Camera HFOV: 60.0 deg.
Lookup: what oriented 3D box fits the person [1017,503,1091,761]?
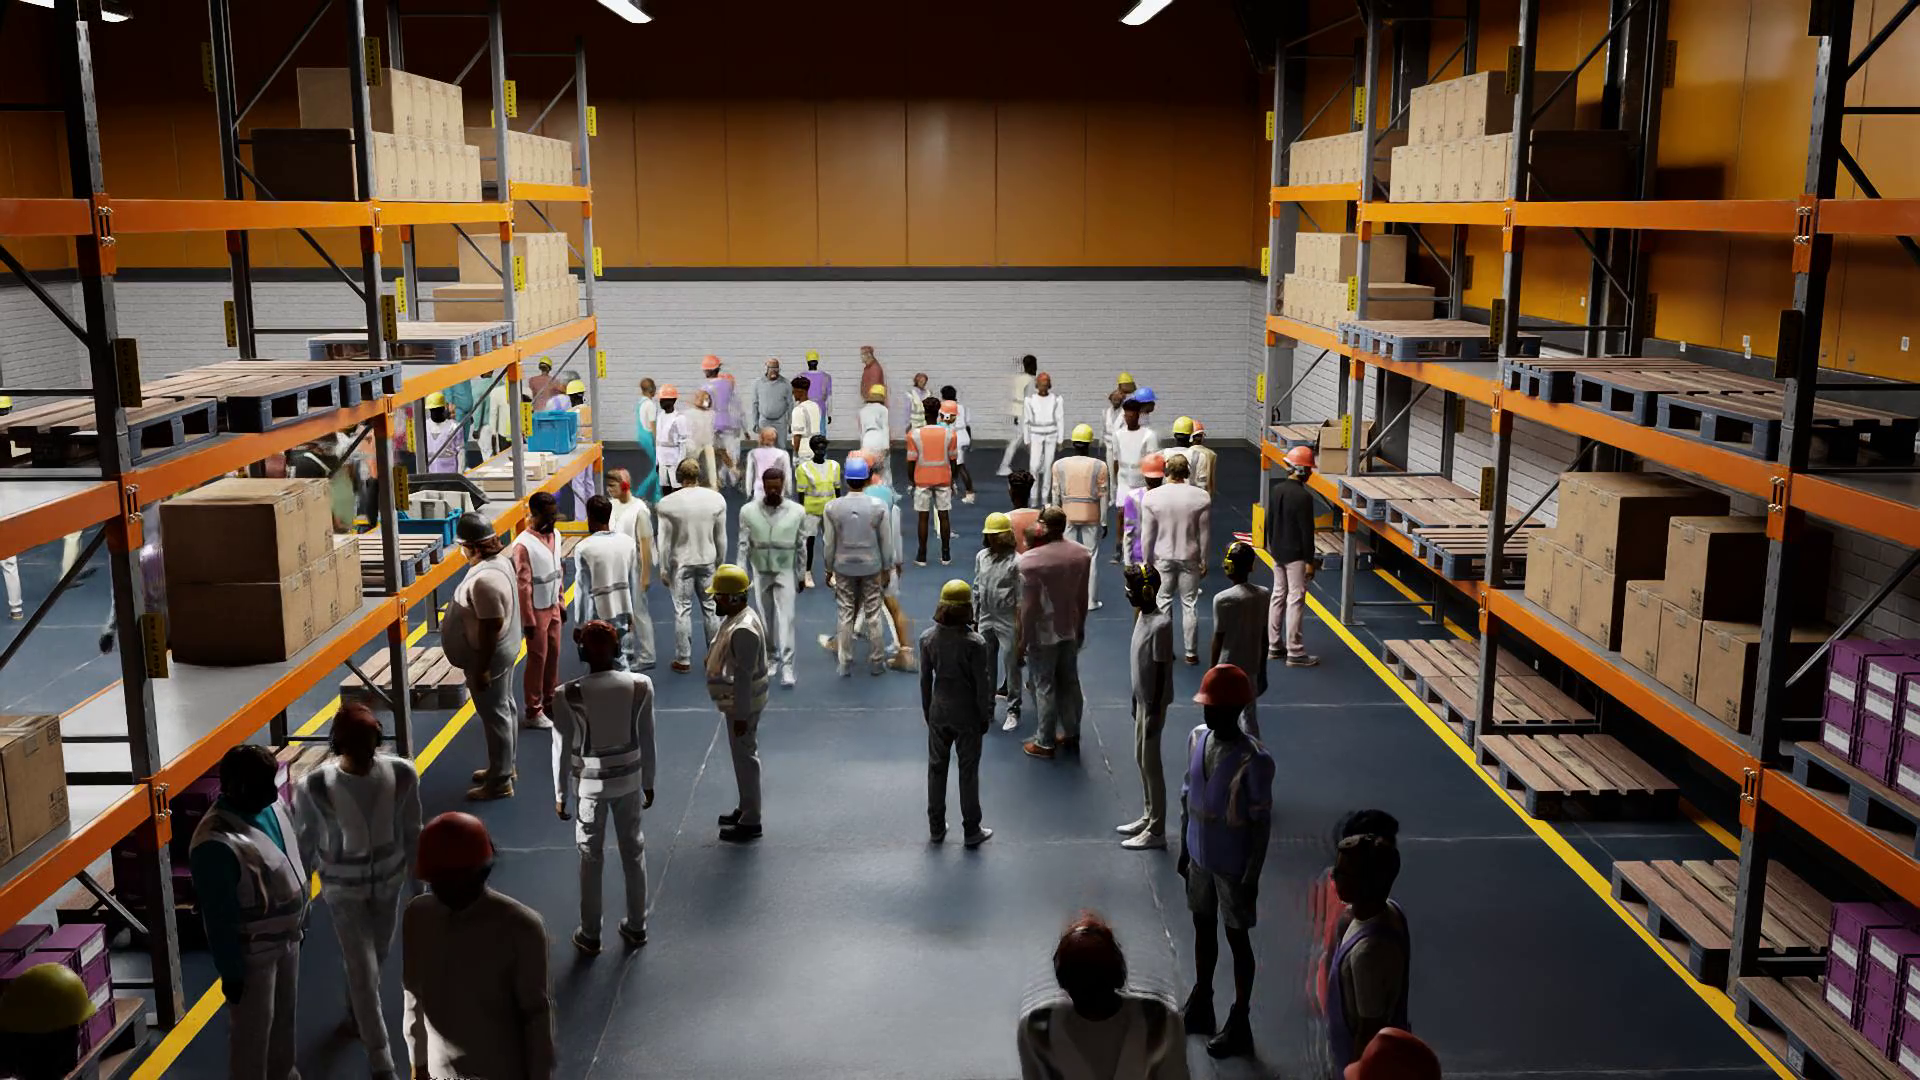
[{"bbox_3d":[0.697,0.683,12.461,0.632,1.938,0.359,-8,14,-34],"label":"person"}]

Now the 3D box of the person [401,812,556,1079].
[{"bbox_3d":[-1.778,1.933,6.092,0.638,1.986,0.415,4,12,18],"label":"person"}]

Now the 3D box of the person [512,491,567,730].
[{"bbox_3d":[-3.326,0.552,13.205,0.405,1.909,0.597,3,12,15],"label":"person"}]

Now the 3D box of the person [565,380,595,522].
[{"bbox_3d":[-4.907,-1.104,21.501,0.397,1.912,0.591,5,12,22],"label":"person"}]

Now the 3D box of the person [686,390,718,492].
[{"bbox_3d":[-3.666,-1.334,23.428,0.496,1.598,0.830,-8,14,-33],"label":"person"}]

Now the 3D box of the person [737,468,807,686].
[{"bbox_3d":[-1.629,0.322,14.421,0.602,1.885,0.881,0,11,-1],"label":"person"}]

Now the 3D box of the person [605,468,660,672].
[{"bbox_3d":[-2.913,0.258,14.866,0.428,1.828,0.632,-9,14,-38],"label":"person"}]

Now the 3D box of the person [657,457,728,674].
[{"bbox_3d":[-2.371,0.223,14.795,0.633,1.930,0.371,-5,13,-25],"label":"person"}]

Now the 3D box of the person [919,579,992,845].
[{"bbox_3d":[-0.024,1.112,10.809,0.484,1.743,0.300,5,12,24],"label":"person"}]

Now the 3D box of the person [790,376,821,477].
[{"bbox_3d":[-2.015,-1.156,21.658,0.378,1.956,0.602,5,12,22],"label":"person"}]

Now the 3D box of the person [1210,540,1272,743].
[{"bbox_3d":[1.911,0.927,11.448,0.500,1.860,0.312,-8,14,-34],"label":"person"}]

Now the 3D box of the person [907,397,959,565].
[{"bbox_3d":[-0.319,-0.680,19.226,0.607,1.966,0.367,-2,11,-8],"label":"person"}]

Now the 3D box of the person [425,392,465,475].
[{"bbox_3d":[-6.247,-0.822,20.038,0.590,1.927,0.367,2,11,9],"label":"person"}]

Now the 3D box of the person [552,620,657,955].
[{"bbox_3d":[-1.955,1.364,9.207,0.576,1.880,0.351,-6,13,-27],"label":"person"}]

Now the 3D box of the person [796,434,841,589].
[{"bbox_3d":[-1.525,-0.315,18.095,0.537,1.690,0.318,-7,13,-30],"label":"person"}]

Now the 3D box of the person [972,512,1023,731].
[{"bbox_3d":[0.300,0.640,13.174,0.490,1.744,0.295,7,13,32],"label":"person"}]

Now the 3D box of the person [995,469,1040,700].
[{"bbox_3d":[0.508,0.375,13.940,0.606,1.966,0.367,-6,13,-28],"label":"person"}]

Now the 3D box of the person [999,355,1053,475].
[{"bbox_3d":[1.065,-1.922,25.717,1.022,1.861,0.614,-2,11,-10],"label":"person"}]

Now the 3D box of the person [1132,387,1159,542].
[{"bbox_3d":[2.230,-0.897,20.357,0.381,1.951,0.605,1,11,6],"label":"person"}]

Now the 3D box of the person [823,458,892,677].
[{"bbox_3d":[-0.898,0.246,14.632,0.602,1.949,0.388,0,11,-2],"label":"person"}]

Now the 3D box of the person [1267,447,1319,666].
[{"bbox_3d":[3.023,0.144,15.046,0.391,1.986,0.609,-5,12,-24],"label":"person"}]

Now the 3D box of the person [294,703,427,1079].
[{"bbox_3d":[-2.872,1.636,7.951,0.586,1.846,0.976,-9,14,-37],"label":"person"}]

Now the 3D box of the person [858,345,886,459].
[{"bbox_3d":[-1.488,-2.253,27.322,0.652,1.878,0.657,-3,12,-17],"label":"person"}]

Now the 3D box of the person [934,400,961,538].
[{"bbox_3d":[-0.166,-0.889,20.851,0.350,1.739,0.575,-3,12,-15],"label":"person"}]

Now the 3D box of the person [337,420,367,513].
[{"bbox_3d":[-8.175,-1.192,22.440,0.444,1.714,0.497,9,15,39],"label":"person"}]

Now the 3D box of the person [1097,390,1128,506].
[{"bbox_3d":[2.169,-1.269,23.047,0.532,1.628,0.363,8,14,36],"label":"person"}]

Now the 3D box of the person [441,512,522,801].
[{"bbox_3d":[-3.350,0.795,11.644,0.536,2.000,0.673,-1,11,-7],"label":"person"}]

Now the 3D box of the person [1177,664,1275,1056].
[{"bbox_3d":[1.267,1.544,8.140,0.354,1.942,0.545,-9,14,-37],"label":"person"}]

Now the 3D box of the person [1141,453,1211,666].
[{"bbox_3d":[1.936,0.183,14.969,0.628,1.940,0.377,1,11,4],"label":"person"}]

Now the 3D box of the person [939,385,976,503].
[{"bbox_3d":[-0.068,-1.348,23.393,0.832,1.637,0.536,9,15,40],"label":"person"}]

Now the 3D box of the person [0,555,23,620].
[{"bbox_3d":[-9.650,-0.098,16.539,0.584,1.878,0.362,-9,14,-37],"label":"person"}]

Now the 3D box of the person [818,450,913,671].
[{"bbox_3d":[-0.833,0.170,14.946,1.099,1.977,0.625,10,15,42],"label":"person"}]

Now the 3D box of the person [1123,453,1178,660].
[{"bbox_3d":[1.766,0.152,15.172,0.550,1.924,0.391,-1,11,-3],"label":"person"}]
